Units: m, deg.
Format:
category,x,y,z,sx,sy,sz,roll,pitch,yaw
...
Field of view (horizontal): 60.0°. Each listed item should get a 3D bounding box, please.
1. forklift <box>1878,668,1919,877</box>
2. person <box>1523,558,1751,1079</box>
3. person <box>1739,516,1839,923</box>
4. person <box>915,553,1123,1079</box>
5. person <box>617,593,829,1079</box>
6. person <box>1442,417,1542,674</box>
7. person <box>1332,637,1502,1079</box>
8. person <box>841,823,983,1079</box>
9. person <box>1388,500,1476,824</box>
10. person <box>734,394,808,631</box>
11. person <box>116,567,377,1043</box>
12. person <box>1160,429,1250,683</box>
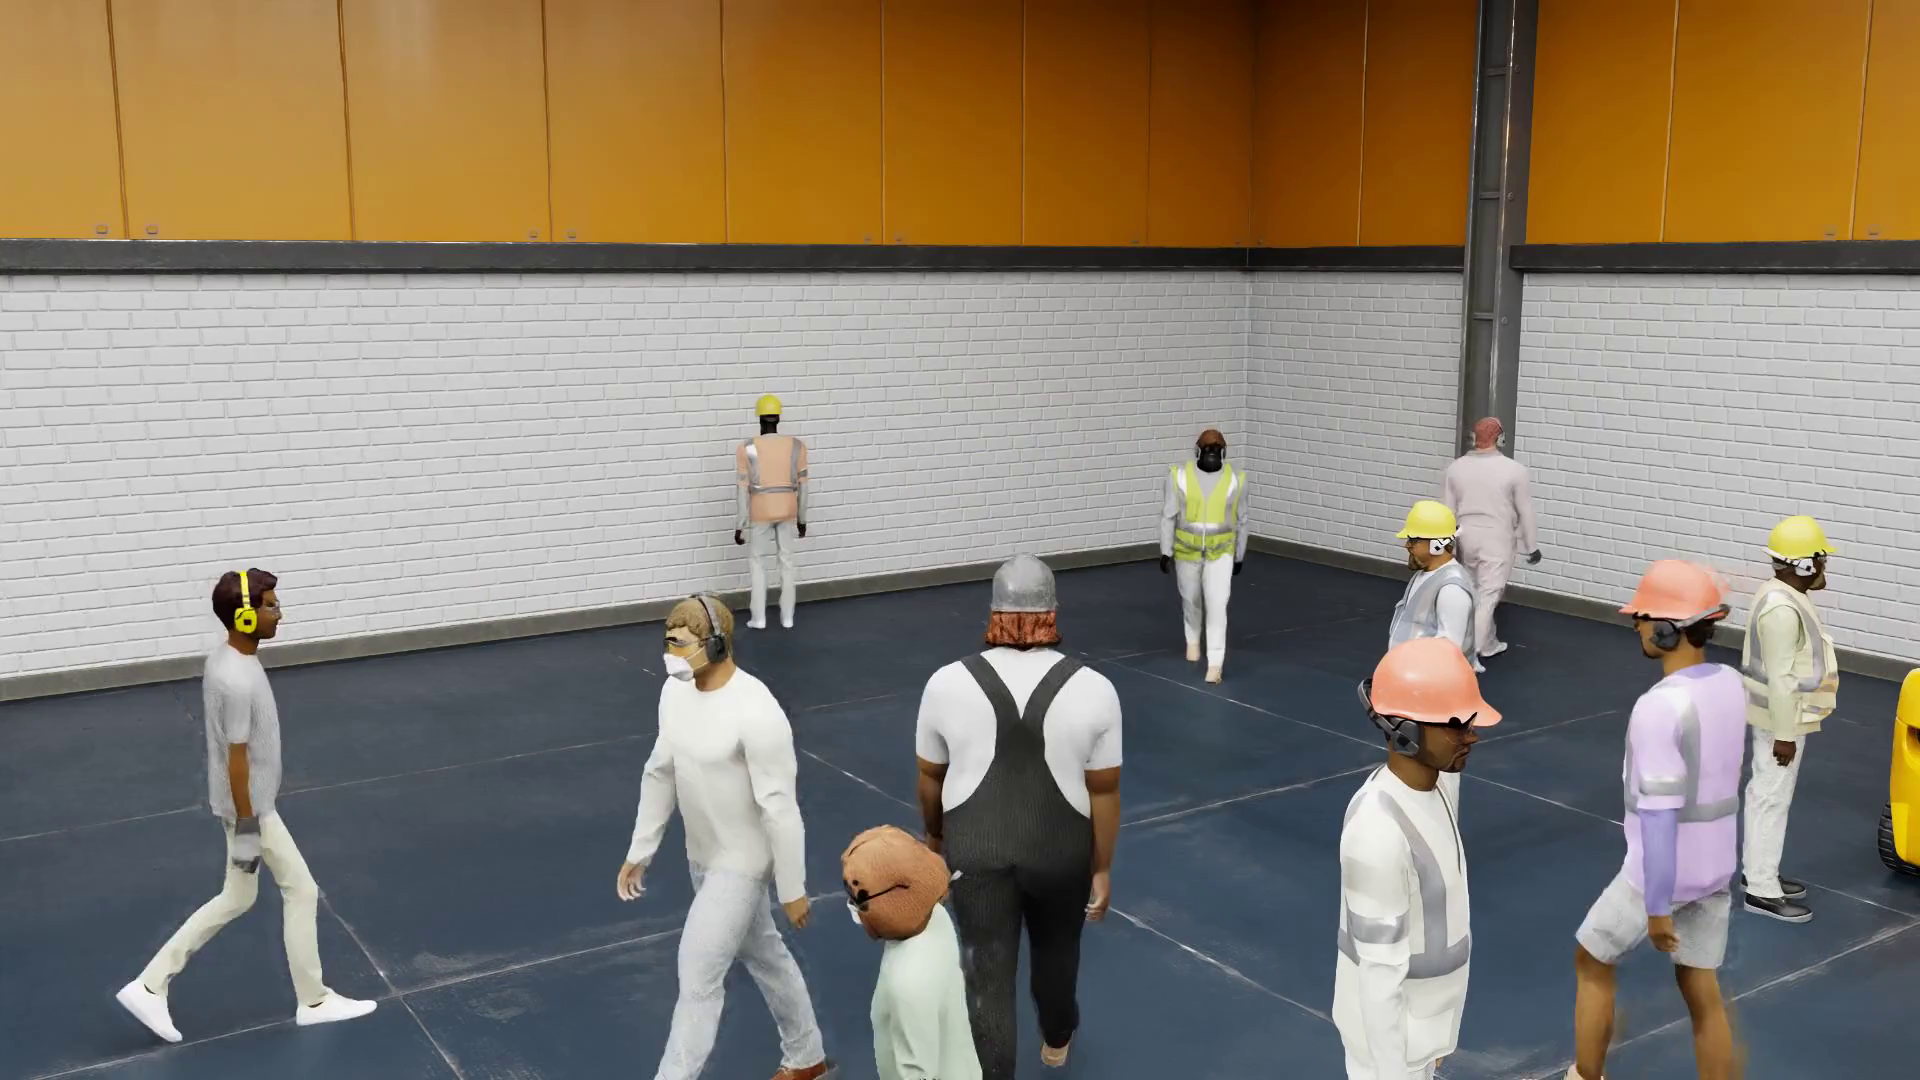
category,x,y,z,sx,sy,sz,roll,pitch,yaw
forklift,5.511,0.571,7.906,2.313,2.155,1.214,-6,11,-33
person,2.275,1.051,5.559,0.619,2.012,0.854,-6,11,-34
person,3.777,0.800,7.604,0.403,1.836,0.591,4,10,24
person,0.207,1.001,5.777,0.698,2.000,1.004,1,9,4
person,-0.843,1.106,5.621,1.007,1.877,0.619,-7,12,-35
person,3.884,0.030,12.193,0.963,1.862,0.647,-8,12,-40
person,1.153,1.250,4.270,0.371,2.044,0.608,4,10,23
person,-0.072,1.473,4.221,0.428,1.607,0.612,2,10,11
person,2.303,0.712,8.174,0.403,1.826,0.591,0,9,2
person,-1.524,-0.217,13.465,0.617,1.924,0.386,-3,10,-19
person,-2.772,1.012,6.339,0.860,1.843,0.523,-5,11,-29
person,1.779,0.072,12.134,0.628,1.799,0.964,2,10,10
